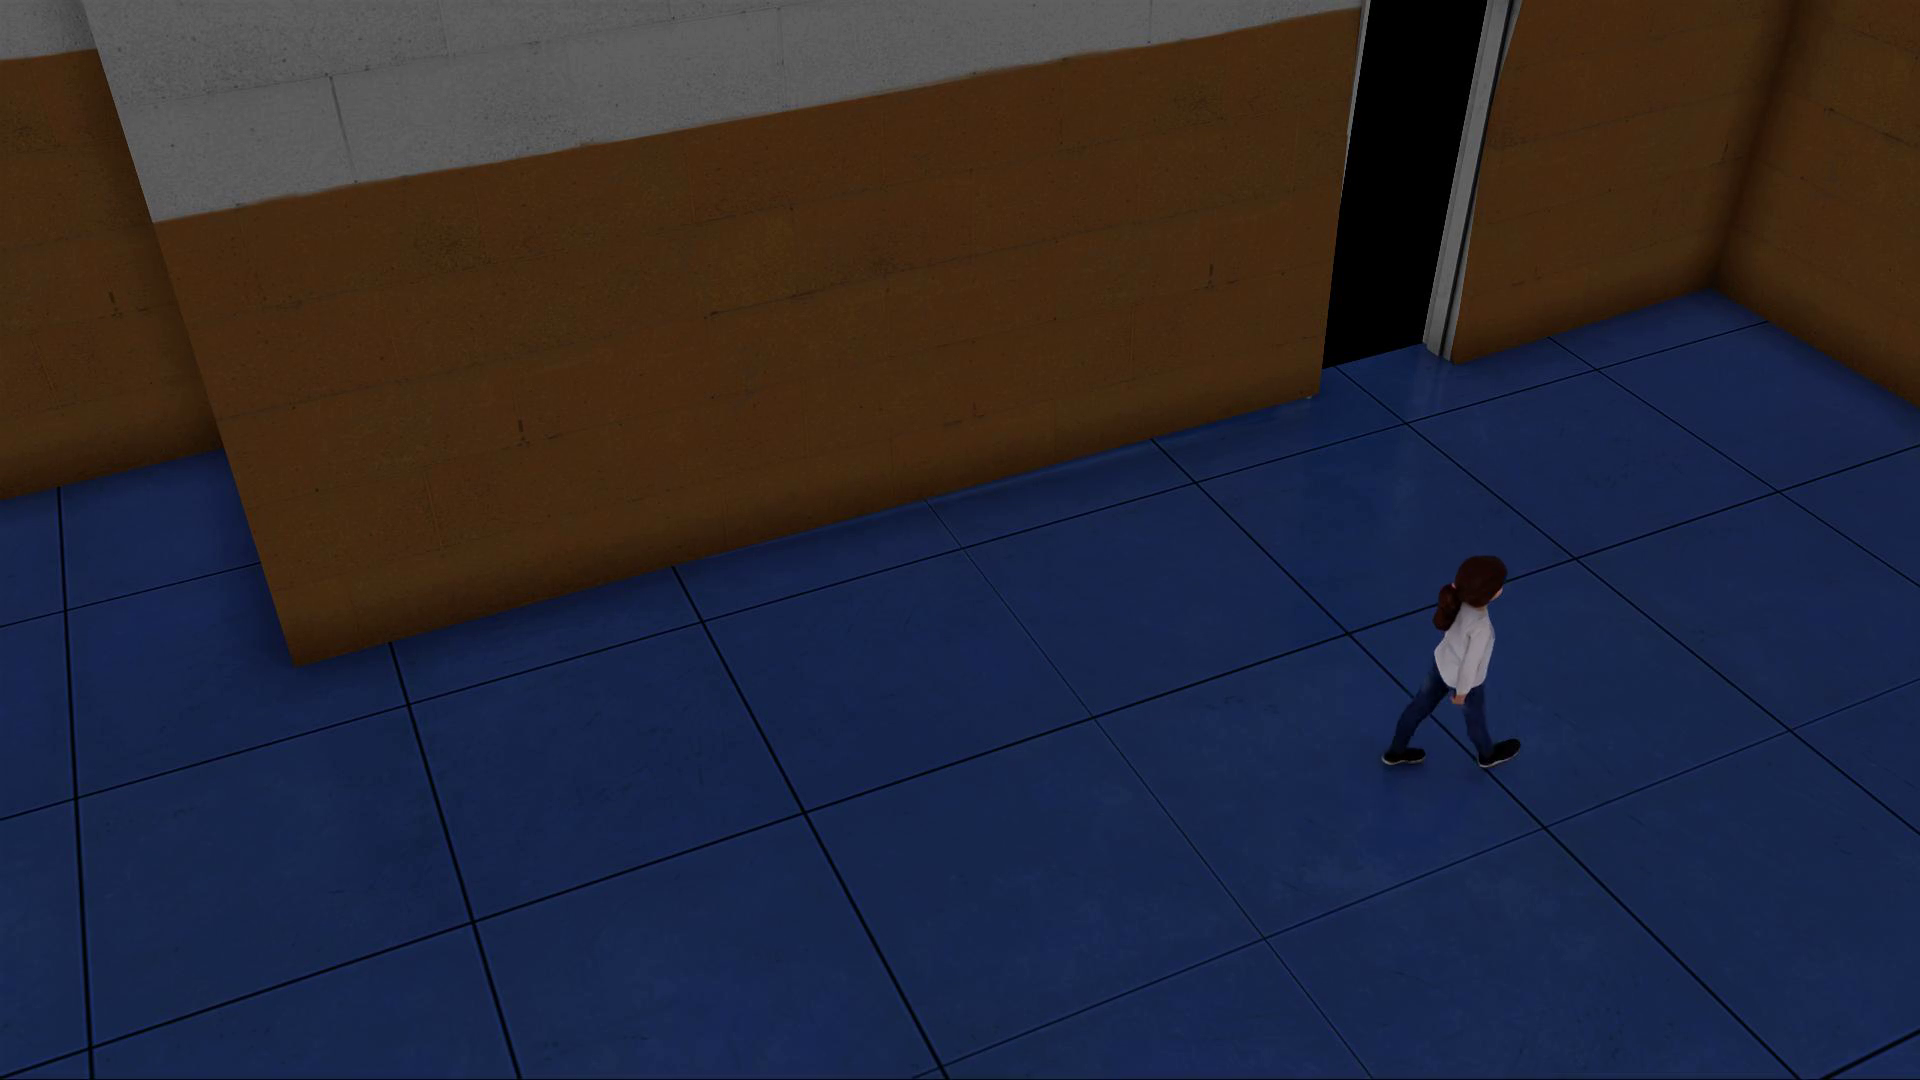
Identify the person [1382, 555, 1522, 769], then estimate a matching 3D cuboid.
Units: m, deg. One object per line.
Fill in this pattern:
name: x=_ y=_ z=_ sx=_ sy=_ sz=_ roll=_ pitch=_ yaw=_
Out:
person: x=1.925 y=0.512 z=6.613 sx=0.632 sy=1.084 sz=0.751 roll=-7 pitch=37 yaw=-9
